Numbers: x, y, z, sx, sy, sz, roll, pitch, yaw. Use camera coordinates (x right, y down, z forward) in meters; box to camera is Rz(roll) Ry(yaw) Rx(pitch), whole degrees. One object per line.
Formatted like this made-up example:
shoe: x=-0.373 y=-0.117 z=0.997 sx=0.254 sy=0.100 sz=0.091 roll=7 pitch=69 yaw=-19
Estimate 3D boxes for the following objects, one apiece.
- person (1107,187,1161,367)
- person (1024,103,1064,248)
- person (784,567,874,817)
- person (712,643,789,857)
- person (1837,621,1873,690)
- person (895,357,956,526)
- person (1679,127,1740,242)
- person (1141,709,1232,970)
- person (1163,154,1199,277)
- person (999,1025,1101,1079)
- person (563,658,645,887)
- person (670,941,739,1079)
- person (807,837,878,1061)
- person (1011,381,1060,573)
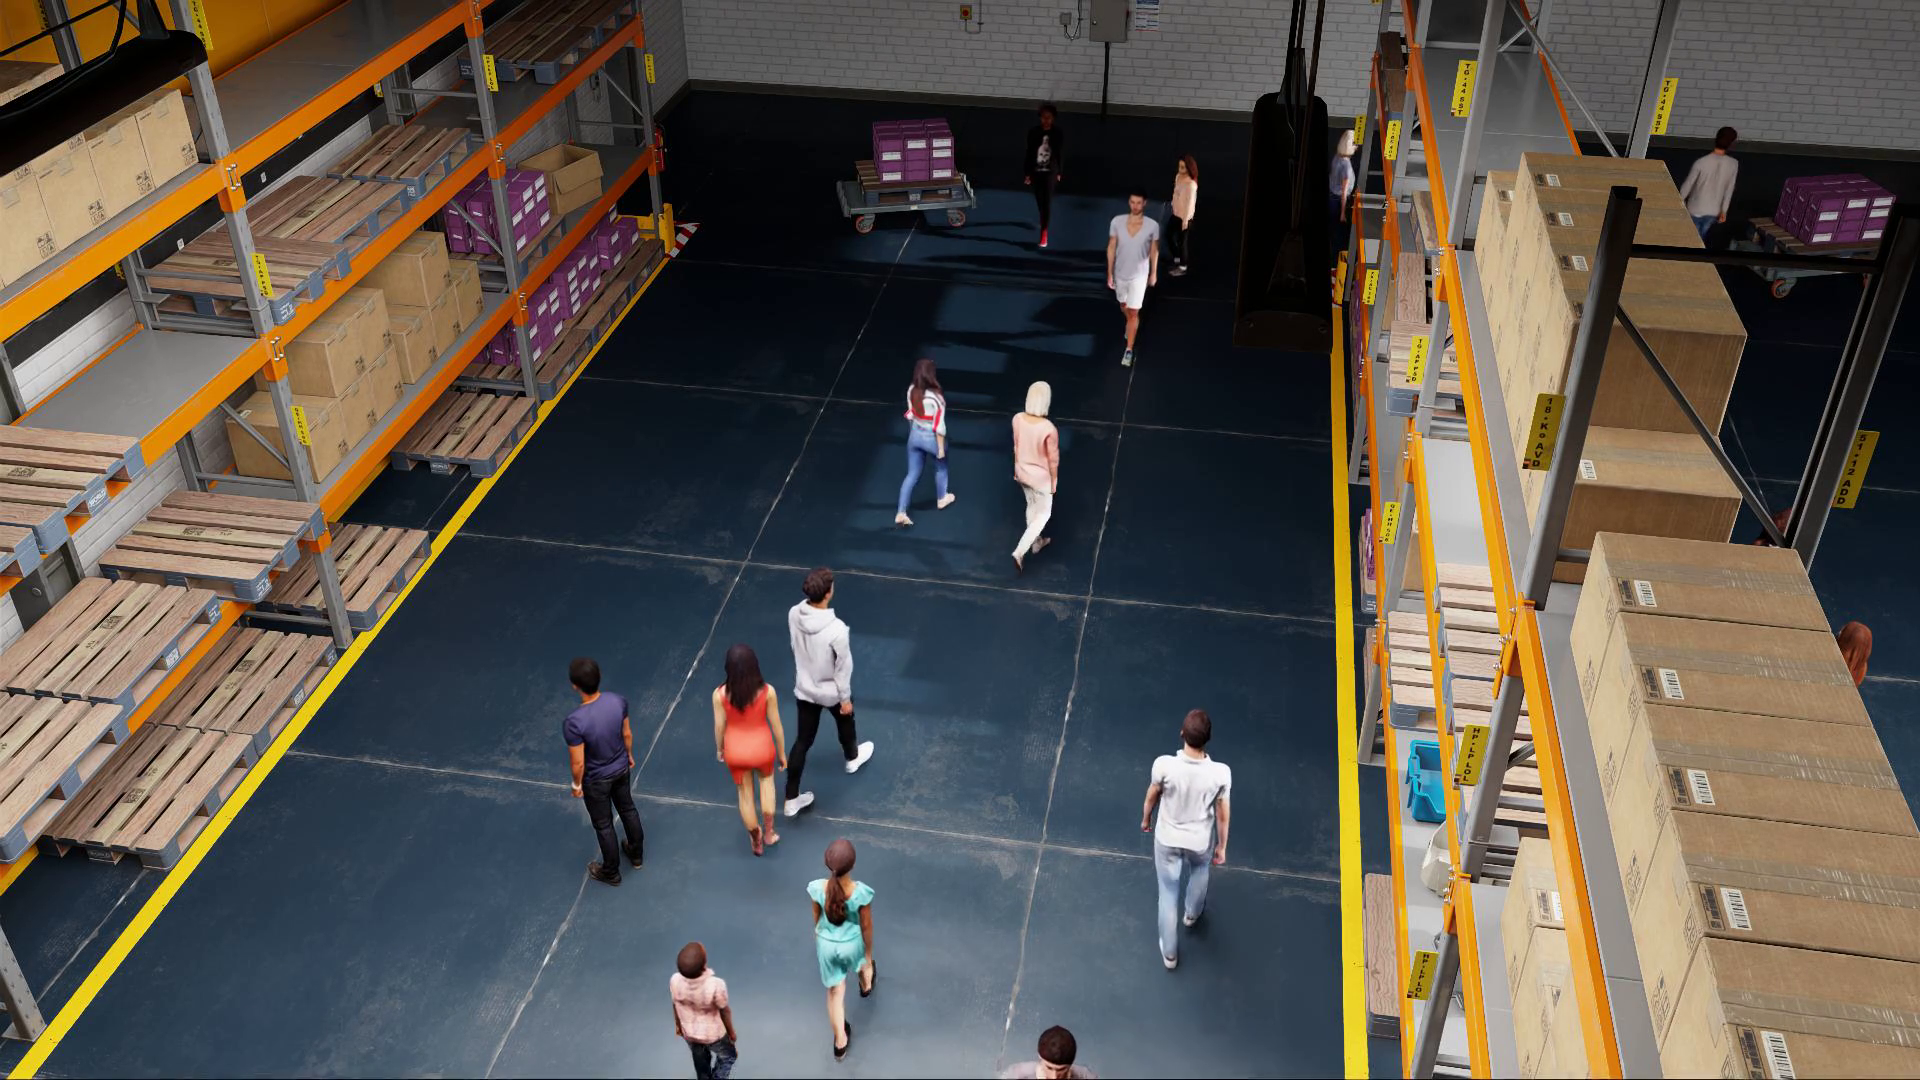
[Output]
person: x=1.788 y=-2.827 z=17.360 sx=0.785 sy=1.808 sz=1.242 roll=10 pitch=35 yaw=14
person: x=0.999 y=-4.422 z=19.914 sx=0.580 sy=1.637 sz=1.075 roll=6 pitch=34 yaw=8
person: x=-1.012 y=1.066 z=11.435 sx=0.979 sy=1.885 sz=1.299 roll=18 pitch=38 yaw=25
person: x=-1.392 y=1.462 z=10.998 sx=0.703 sy=1.708 sz=0.702 roll=-5 pitch=34 yaw=-7
person: x=5.848 y=1.267 z=11.279 sx=0.649 sy=1.722 sz=0.702 roll=-20 pitch=38 yaw=-27
person: x=-0.349 y=-0.832 z=14.566 sx=0.885 sy=1.579 sz=1.128 roll=20 pitch=39 yaw=27
person: x=8.286 y=-3.603 z=18.469 sx=0.775 sy=1.873 sz=0.729 roll=-3 pitch=34 yaw=-4
person: x=1.382 y=1.905 z=10.224 sx=0.726 sy=1.826 sz=0.894 roll=1 pitch=34 yaw=2
person: x=2.595 y=-3.714 z=19.001 sx=0.728 sy=1.469 sz=0.630 roll=-12 pitch=35 yaw=-17
person: x=0.414 y=3.069 z=8.471 sx=0.758 sy=1.829 sz=1.066 roll=2 pitch=34 yaw=2
person: x=-2.317 y=1.509 z=10.856 sx=0.779 sy=1.787 sz=0.655 roll=26 pitch=41 yaw=33
person: x=-1.456 y=2.787 z=9.372 sx=0.517 sy=1.301 sz=0.678 roll=7 pitch=34 yaw=11
person: x=-0.703 y=2.415 z=9.722 sx=0.611 sy=1.533 sz=0.949 roll=2 pitch=34 yaw=2
person: x=0.588 y=-0.515 z=13.972 sx=0.853 sy=1.708 sz=1.057 roll=21 pitch=39 yaw=29
